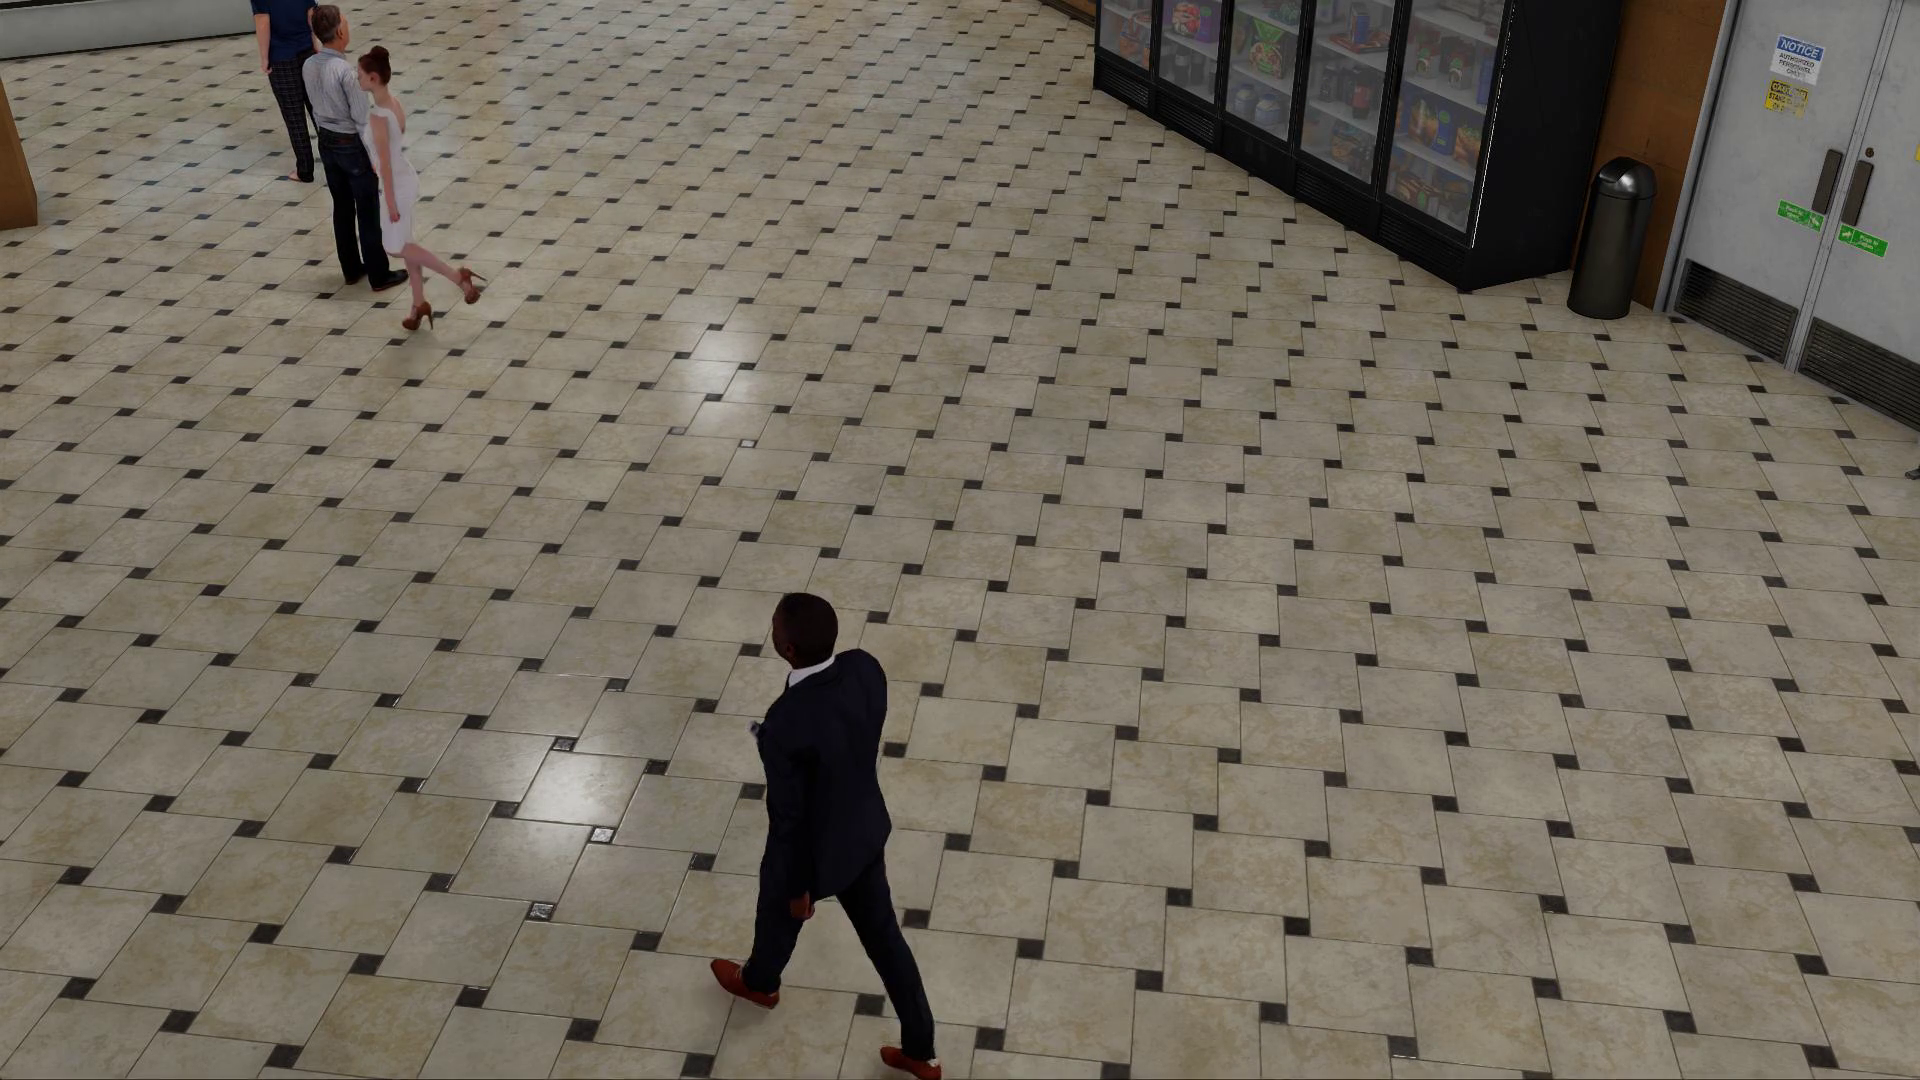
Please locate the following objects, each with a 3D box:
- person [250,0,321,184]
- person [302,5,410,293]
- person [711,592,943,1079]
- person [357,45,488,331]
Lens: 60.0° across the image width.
[{"bbox_3d":[-5.012,-3.644,12.478,0.793,1.871,0.634,24,39,33],"label":"person"},{"bbox_3d":[-3.950,-2.517,10.719,0.734,1.816,0.757,17,36,25],"label":"person"},{"bbox_3d":[-0.336,0.979,5.136,1.112,1.780,1.261,23,39,32],"label":"person"},{"bbox_3d":[-3.286,-2.078,10.047,0.887,1.782,0.745,-1,32,-2],"label":"person"}]
